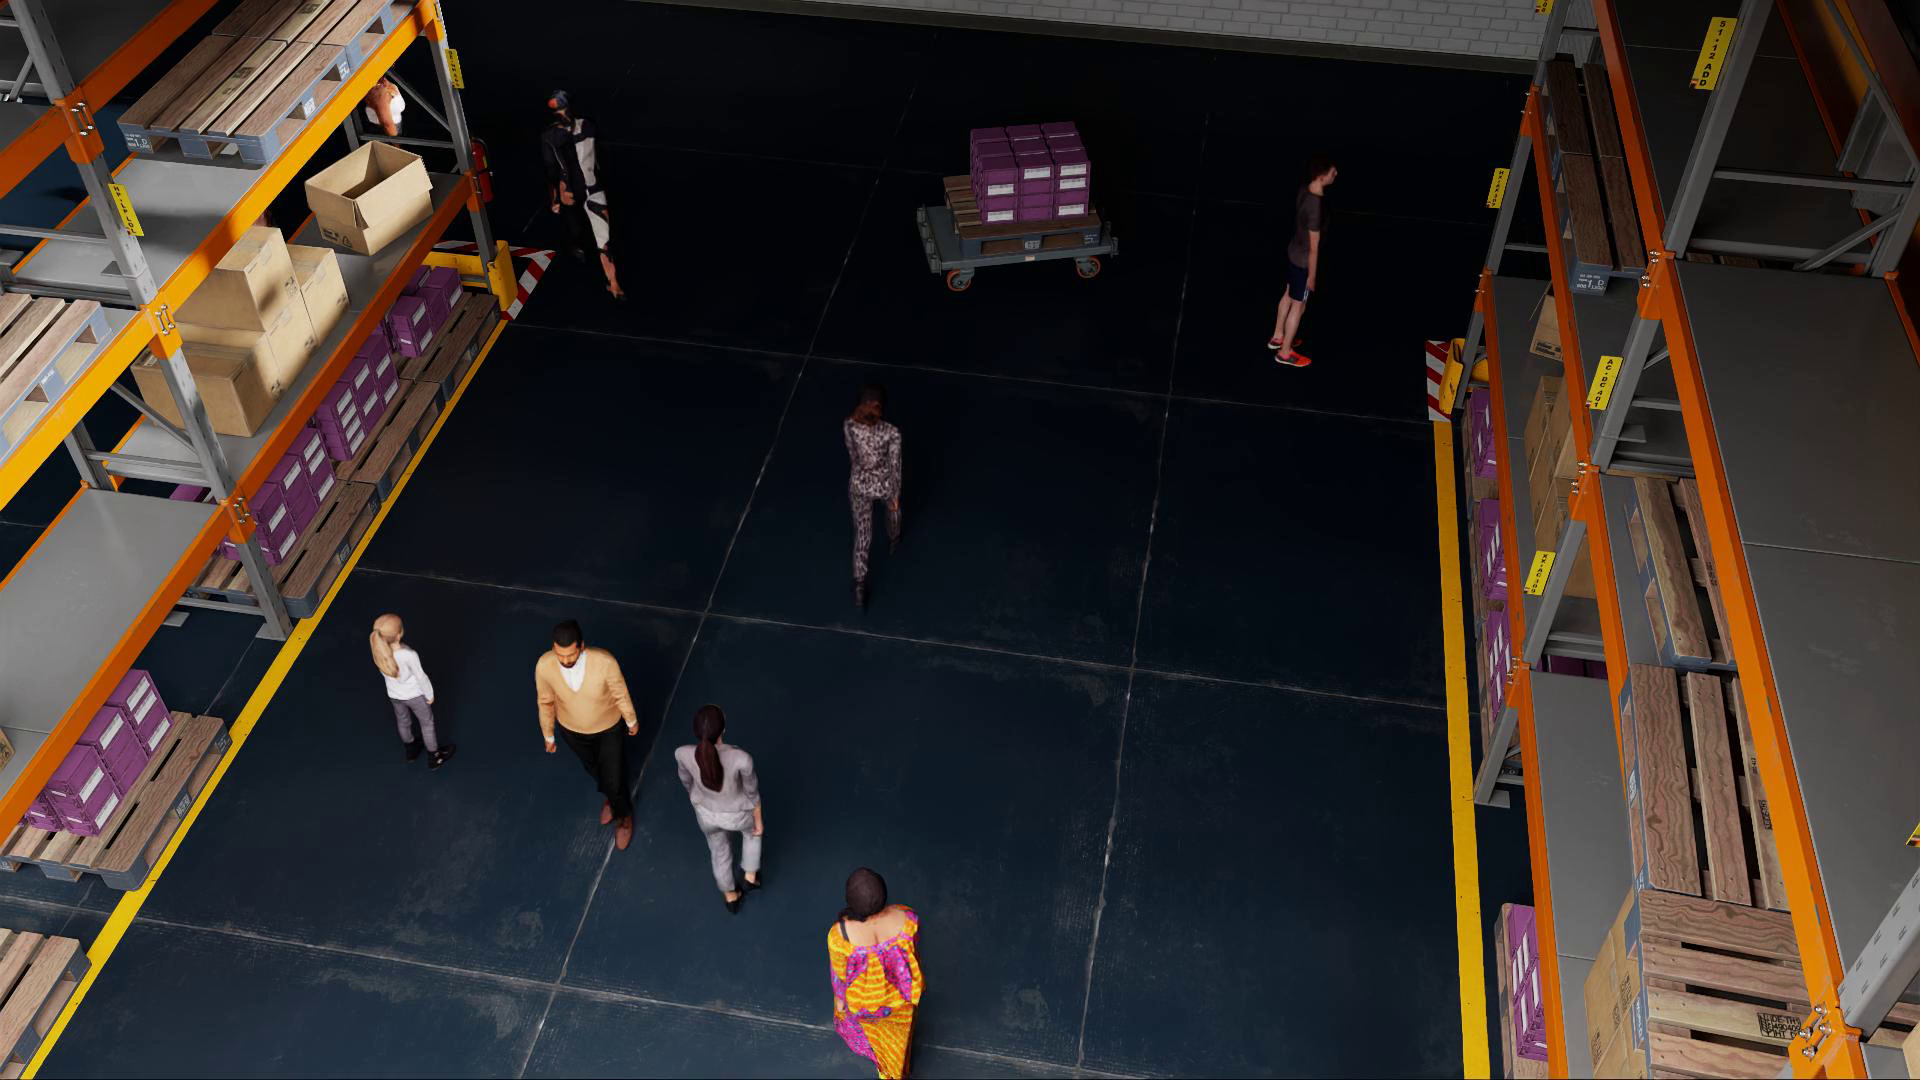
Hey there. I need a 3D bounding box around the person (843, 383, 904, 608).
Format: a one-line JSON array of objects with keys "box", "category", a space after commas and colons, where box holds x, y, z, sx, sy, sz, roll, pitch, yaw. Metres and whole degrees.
[{"box": [-0.618, -0.299, 11.287, 0.599, 1.678, 1.142, 9, 44, 10], "category": "person"}]

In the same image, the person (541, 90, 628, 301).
[{"box": [-3.218, -2.953, 13.944, 1.161, 1.855, 1.269, -23, 48, -22], "category": "person"}]

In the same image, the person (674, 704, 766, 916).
[{"box": [-1.330, 1.593, 9.311, 0.621, 1.663, 0.588, 5, 44, 6], "category": "person"}]

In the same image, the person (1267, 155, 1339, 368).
[{"box": [2.720, -2.230, 13.188, 0.757, 1.852, 0.561, -1, 44, -1], "category": "person"}]

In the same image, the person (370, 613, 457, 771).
[{"box": [-3.426, 0.935, 10.282, 0.504, 1.277, 0.520, 13, 45, 13], "category": "person"}]

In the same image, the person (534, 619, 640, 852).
[{"box": [-2.161, 1.032, 9.848, 0.741, 1.736, 0.763, 1, 44, 2], "category": "person"}]

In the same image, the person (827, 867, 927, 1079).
[{"box": [-0.417, 2.307, 8.573, 0.812, 1.649, 0.931, -7, 44, -8], "category": "person"}]
